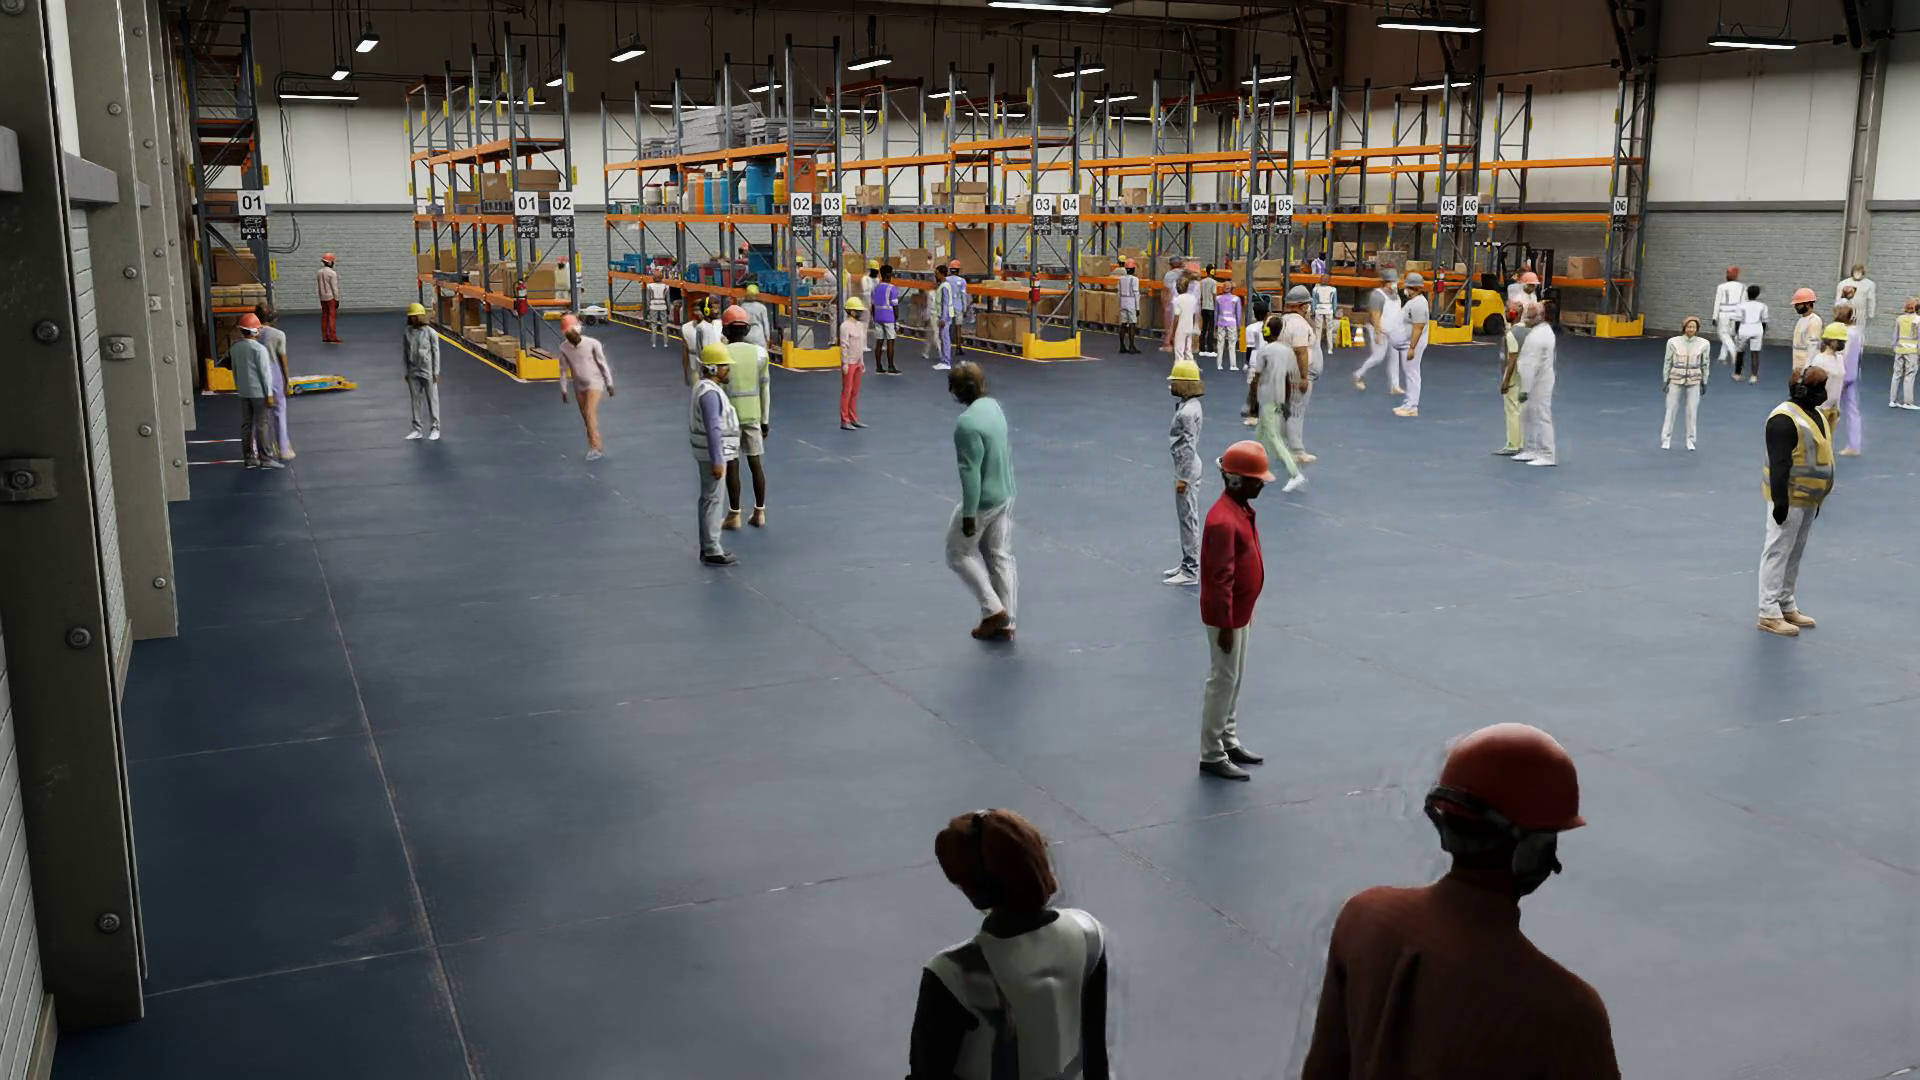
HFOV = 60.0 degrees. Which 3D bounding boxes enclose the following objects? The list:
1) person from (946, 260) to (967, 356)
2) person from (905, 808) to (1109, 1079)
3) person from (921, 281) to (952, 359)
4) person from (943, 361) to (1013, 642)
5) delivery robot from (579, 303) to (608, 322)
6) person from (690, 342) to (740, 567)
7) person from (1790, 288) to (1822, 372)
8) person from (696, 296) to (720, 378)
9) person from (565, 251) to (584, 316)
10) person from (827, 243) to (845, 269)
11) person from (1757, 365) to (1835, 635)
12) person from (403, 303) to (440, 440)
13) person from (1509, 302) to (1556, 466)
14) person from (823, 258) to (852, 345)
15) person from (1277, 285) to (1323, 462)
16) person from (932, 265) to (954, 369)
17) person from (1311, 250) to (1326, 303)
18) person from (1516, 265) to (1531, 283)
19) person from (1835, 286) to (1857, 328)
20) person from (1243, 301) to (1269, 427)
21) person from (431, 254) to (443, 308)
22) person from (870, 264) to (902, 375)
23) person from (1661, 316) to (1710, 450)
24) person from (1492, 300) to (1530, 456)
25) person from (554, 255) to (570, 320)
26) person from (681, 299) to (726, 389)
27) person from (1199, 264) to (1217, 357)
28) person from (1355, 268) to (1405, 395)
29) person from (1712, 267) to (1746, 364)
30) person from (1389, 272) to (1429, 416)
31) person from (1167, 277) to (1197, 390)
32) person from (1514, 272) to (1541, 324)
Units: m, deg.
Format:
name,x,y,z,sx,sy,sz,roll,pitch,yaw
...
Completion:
name,x,y,z,sx,sy,sz,roll,pitch,yaw
person,-0.102,-4.707,33.746,0.546,1.928,0.384,5,12,24
person,0.164,1.376,3.646,0.735,1.608,0.519,11,16,44
person,-0.460,-4.346,32.783,0.874,1.579,0.527,8,14,36
person,0.141,-0.237,11.067,0.469,1.908,0.721,4,12,21
delivery robot,-9.437,-5.865,42.886,0.707,0.478,0.477,-10,15,-42
person,-2.005,-0.705,13.644,0.403,1.832,0.593,-3,11,-13
person,10.746,-2.243,21.239,0.390,1.924,0.548,2,11,8
person,-3.070,-2.035,20.320,0.309,1.866,0.534,-1,11,-6
person,-10.172,-6.704,44.001,0.355,1.884,0.575,6,13,27
person,-3.575,-7.713,48.789,0.707,2.018,0.447,4,12,19
person,5.770,-0.281,11.464,0.621,1.845,0.429,-10,15,-42
person,-6.856,-2.140,21.165,0.487,1.744,0.314,2,11,12
person,6.541,-1.763,18.932,0.614,1.873,0.681,5,12,23
person,-2.691,-5.222,36.426,0.639,1.903,0.406,-3,12,-17
person,3.958,-1.940,19.390,0.537,2.000,0.683,-2,11,-10
person,-0.303,-4.113,30.749,0.392,1.919,0.590,-1,11,-6
person,10.198,-7.264,46.972,0.619,1.839,0.430,-6,13,-28
person,10.775,-4.330,31.939,0.354,1.881,0.576,1,11,7
person,15.304,-3.588,28.828,0.512,1.632,0.320,-5,12,-25
person,4.065,-2.380,22.511,0.533,1.693,0.319,-6,13,-27
person,-14.859,-7.284,47.275,0.523,1.759,0.334,7,13,31
person,-1.318,-3.920,29.641,0.607,1.966,0.367,8,14,35
person,8.840,-1.906,20.270,0.519,1.633,0.314,4,12,18
person,6.608,-1.921,19.791,0.373,1.843,0.571,8,14,34
person,-10.754,-6.807,44.916,0.581,1.733,0.543,2,11,10
person,-3.178,-2.098,20.774,0.570,1.821,0.429,0,11,2
person,5.020,-4.621,33.469,0.328,1.865,0.520,-7,13,-31
person,6.756,-3.349,26.553,0.690,2.000,0.775,-8,13,-34
person,14.637,-4.252,31.594,0.592,1.864,0.745,-2,11,-10
person,6.385,-2.785,23.685,0.538,2.000,0.684,2,11,11
person,3.616,-3.353,27.073,0.508,1.845,0.345,-10,15,-40
person,8.736,-3.153,25.720,0.649,1.970,0.524,-10,15,-40
